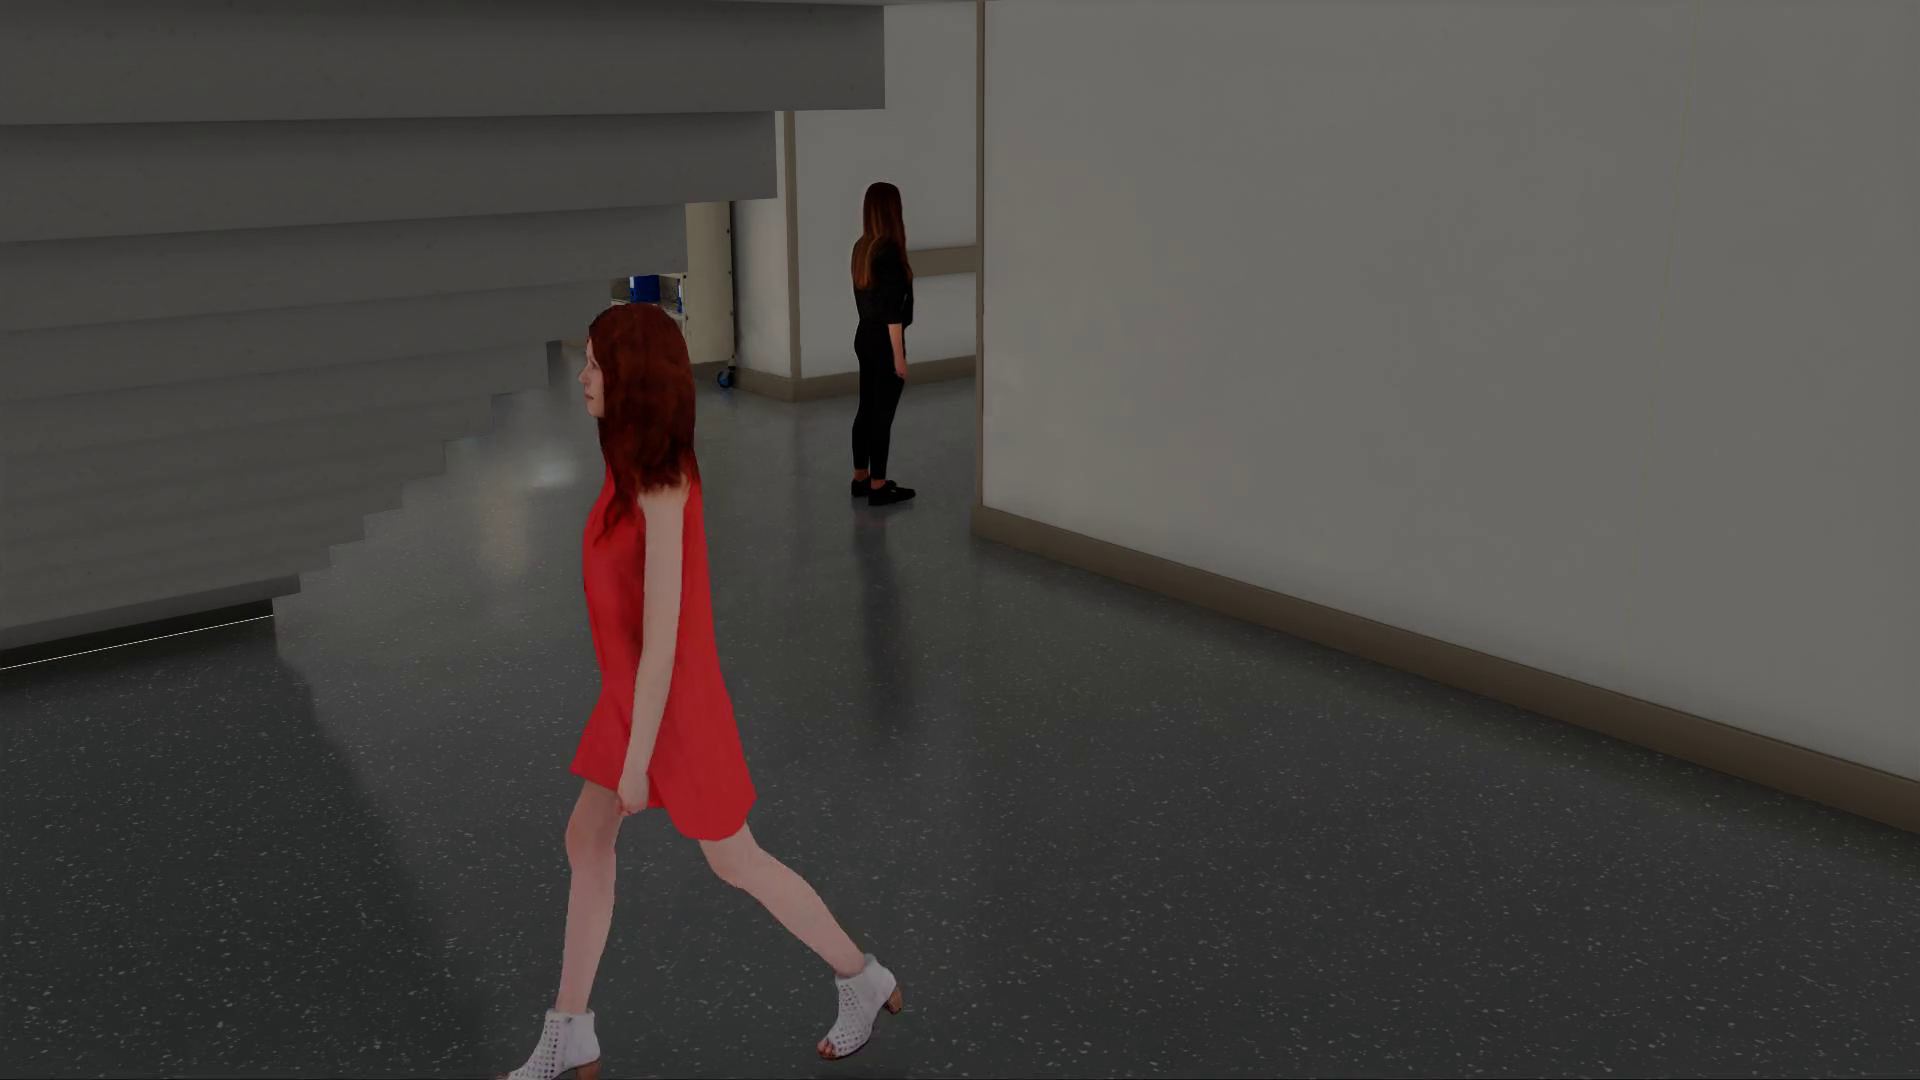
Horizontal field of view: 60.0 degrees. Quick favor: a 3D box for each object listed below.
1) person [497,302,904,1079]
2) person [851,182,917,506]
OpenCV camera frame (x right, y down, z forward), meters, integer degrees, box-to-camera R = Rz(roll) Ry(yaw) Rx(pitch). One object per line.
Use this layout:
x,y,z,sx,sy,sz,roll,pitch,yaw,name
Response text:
-0.531,0.414,3.620,0.970,1.781,1.181,-5,17,-17,person
-0.448,-1.054,8.958,0.704,1.710,0.565,-7,17,-22,person
